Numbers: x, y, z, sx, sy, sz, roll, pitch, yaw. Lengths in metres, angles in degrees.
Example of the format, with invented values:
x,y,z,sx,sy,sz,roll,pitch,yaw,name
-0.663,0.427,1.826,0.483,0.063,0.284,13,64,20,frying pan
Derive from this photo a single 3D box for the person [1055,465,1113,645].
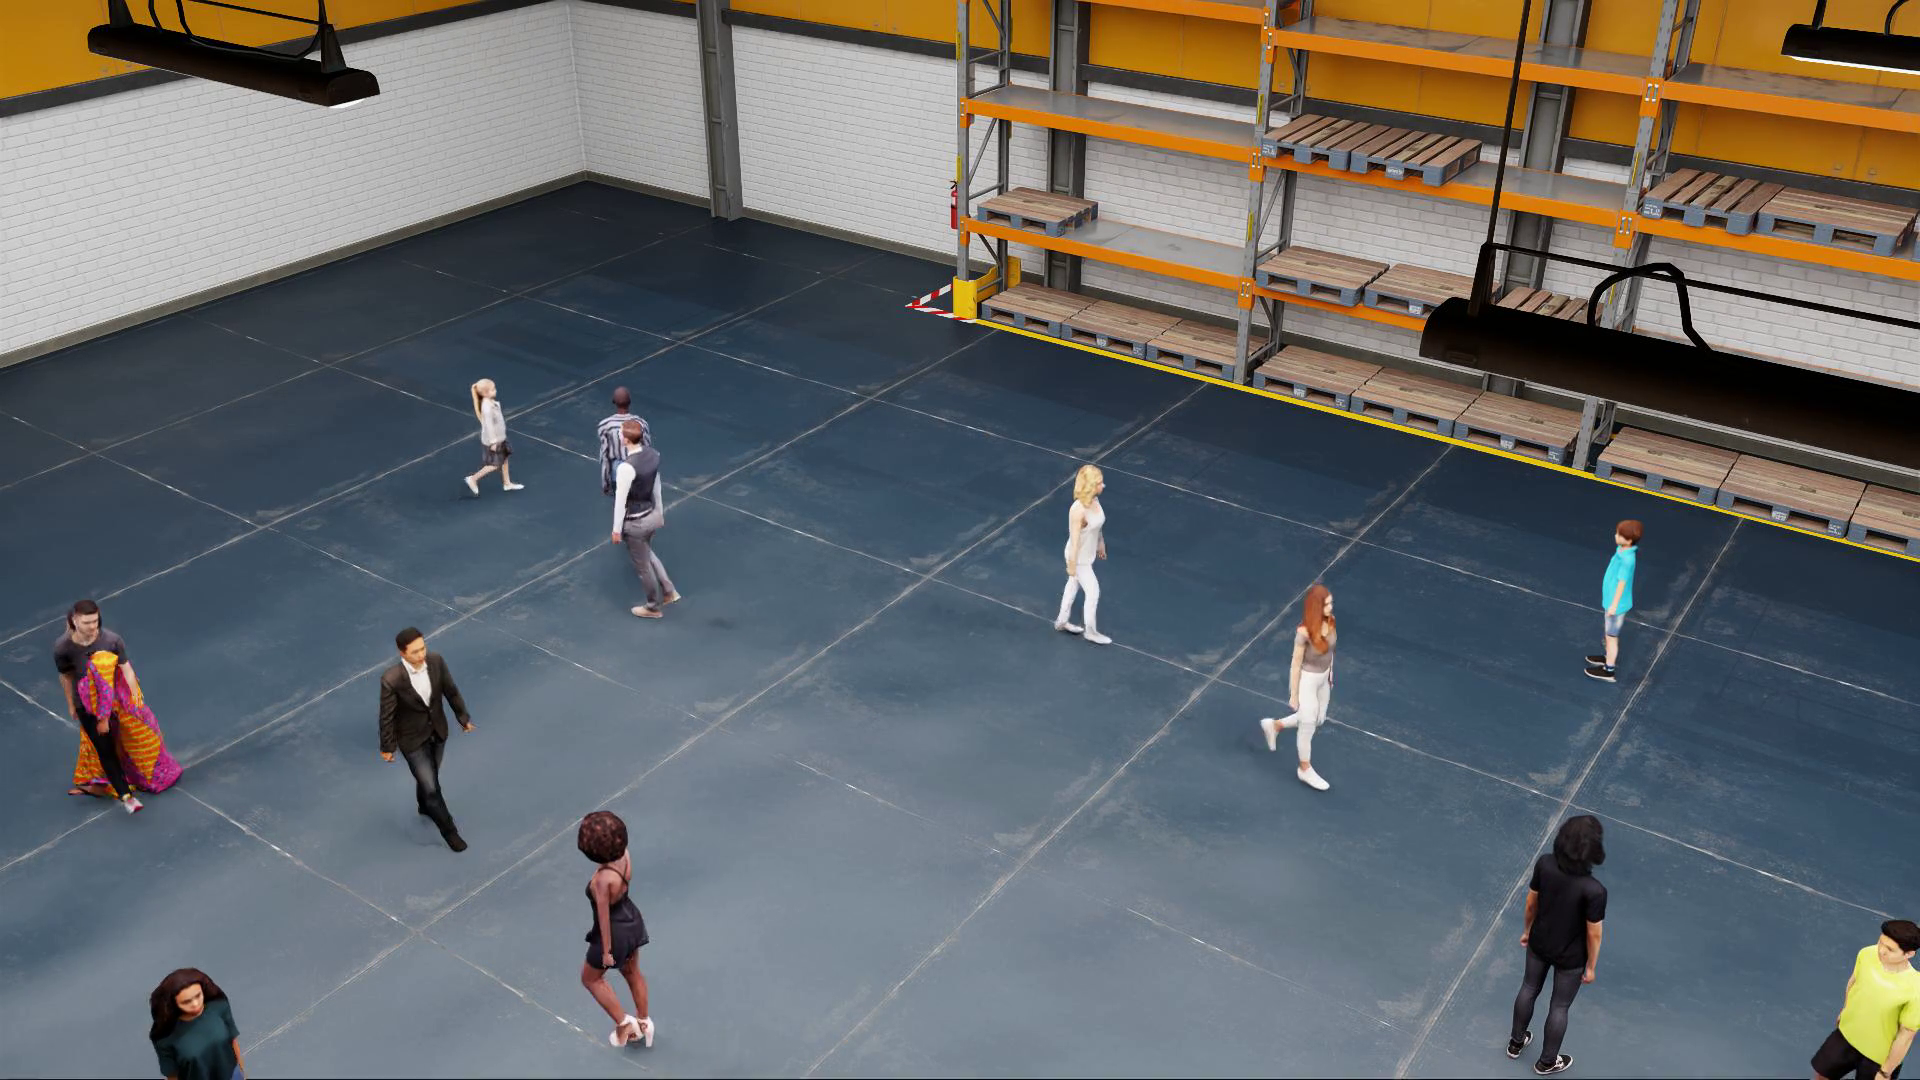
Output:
x,y,z,sx,sy,sz,roll,pitch,yaw,name
0.977,0.106,14.378,0.857,1.647,0.725,10,30,18,person

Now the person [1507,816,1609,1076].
x,y,z,sx,sy,sz,roll,pitch,yaw,name
3.574,2.413,9.954,0.752,1.834,0.555,-21,35,-33,person

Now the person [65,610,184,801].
x,y,z,sx,sy,sz,roll,pitch,yaw,name
-6.239,1.175,12.393,0.933,1.672,1.045,-19,34,-31,person

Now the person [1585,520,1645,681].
x,y,z,sx,sy,sz,roll,pitch,yaw,name
5.506,0.482,13.897,0.579,1.448,0.573,7,29,13,person

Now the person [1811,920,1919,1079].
x,y,z,sx,sy,sz,roll,pitch,yaw,name
5.217,2.796,9.409,1.019,1.683,1.035,-11,31,-19,person

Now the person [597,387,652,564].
x,y,z,sx,sy,sz,roll,pitch,yaw,name
-3.063,-0.518,15.407,1.074,1.758,1.133,-5,29,-9,person

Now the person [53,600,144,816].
x,y,z,sx,sy,sz,roll,pitch,yaw,name
-6.402,1.169,12.369,1.020,1.706,1.240,-11,30,-19,person

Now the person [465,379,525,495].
x,y,z,sx,sy,sz,roll,pitch,yaw,name
-4.794,-1.034,16.870,0.853,1.262,0.785,-4,29,-8,person

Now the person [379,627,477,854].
x,y,z,sx,sy,sz,roll,pitch,yaw,name
-3.921,1.359,11.952,0.958,1.771,0.819,18,33,29,person

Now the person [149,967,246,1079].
x,y,z,sx,sy,sz,roll,pitch,yaw,name
-4.178,2.966,9.182,0.893,1.602,0.655,24,37,37,person

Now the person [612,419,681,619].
x,y,z,sx,sy,sz,roll,pitch,yaw,name
-2.713,-0.148,14.558,0.768,1.921,0.743,10,30,18,person

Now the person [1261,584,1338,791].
x,y,z,sx,sy,sz,roll,pitch,yaw,name
2.588,1.059,12.564,0.702,1.711,0.956,-25,37,-37,person

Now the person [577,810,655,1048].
x,y,z,sx,sy,sz,roll,pitch,yaw,name
-1.990,2.404,10.032,0.710,1.775,0.669,7,29,13,person
